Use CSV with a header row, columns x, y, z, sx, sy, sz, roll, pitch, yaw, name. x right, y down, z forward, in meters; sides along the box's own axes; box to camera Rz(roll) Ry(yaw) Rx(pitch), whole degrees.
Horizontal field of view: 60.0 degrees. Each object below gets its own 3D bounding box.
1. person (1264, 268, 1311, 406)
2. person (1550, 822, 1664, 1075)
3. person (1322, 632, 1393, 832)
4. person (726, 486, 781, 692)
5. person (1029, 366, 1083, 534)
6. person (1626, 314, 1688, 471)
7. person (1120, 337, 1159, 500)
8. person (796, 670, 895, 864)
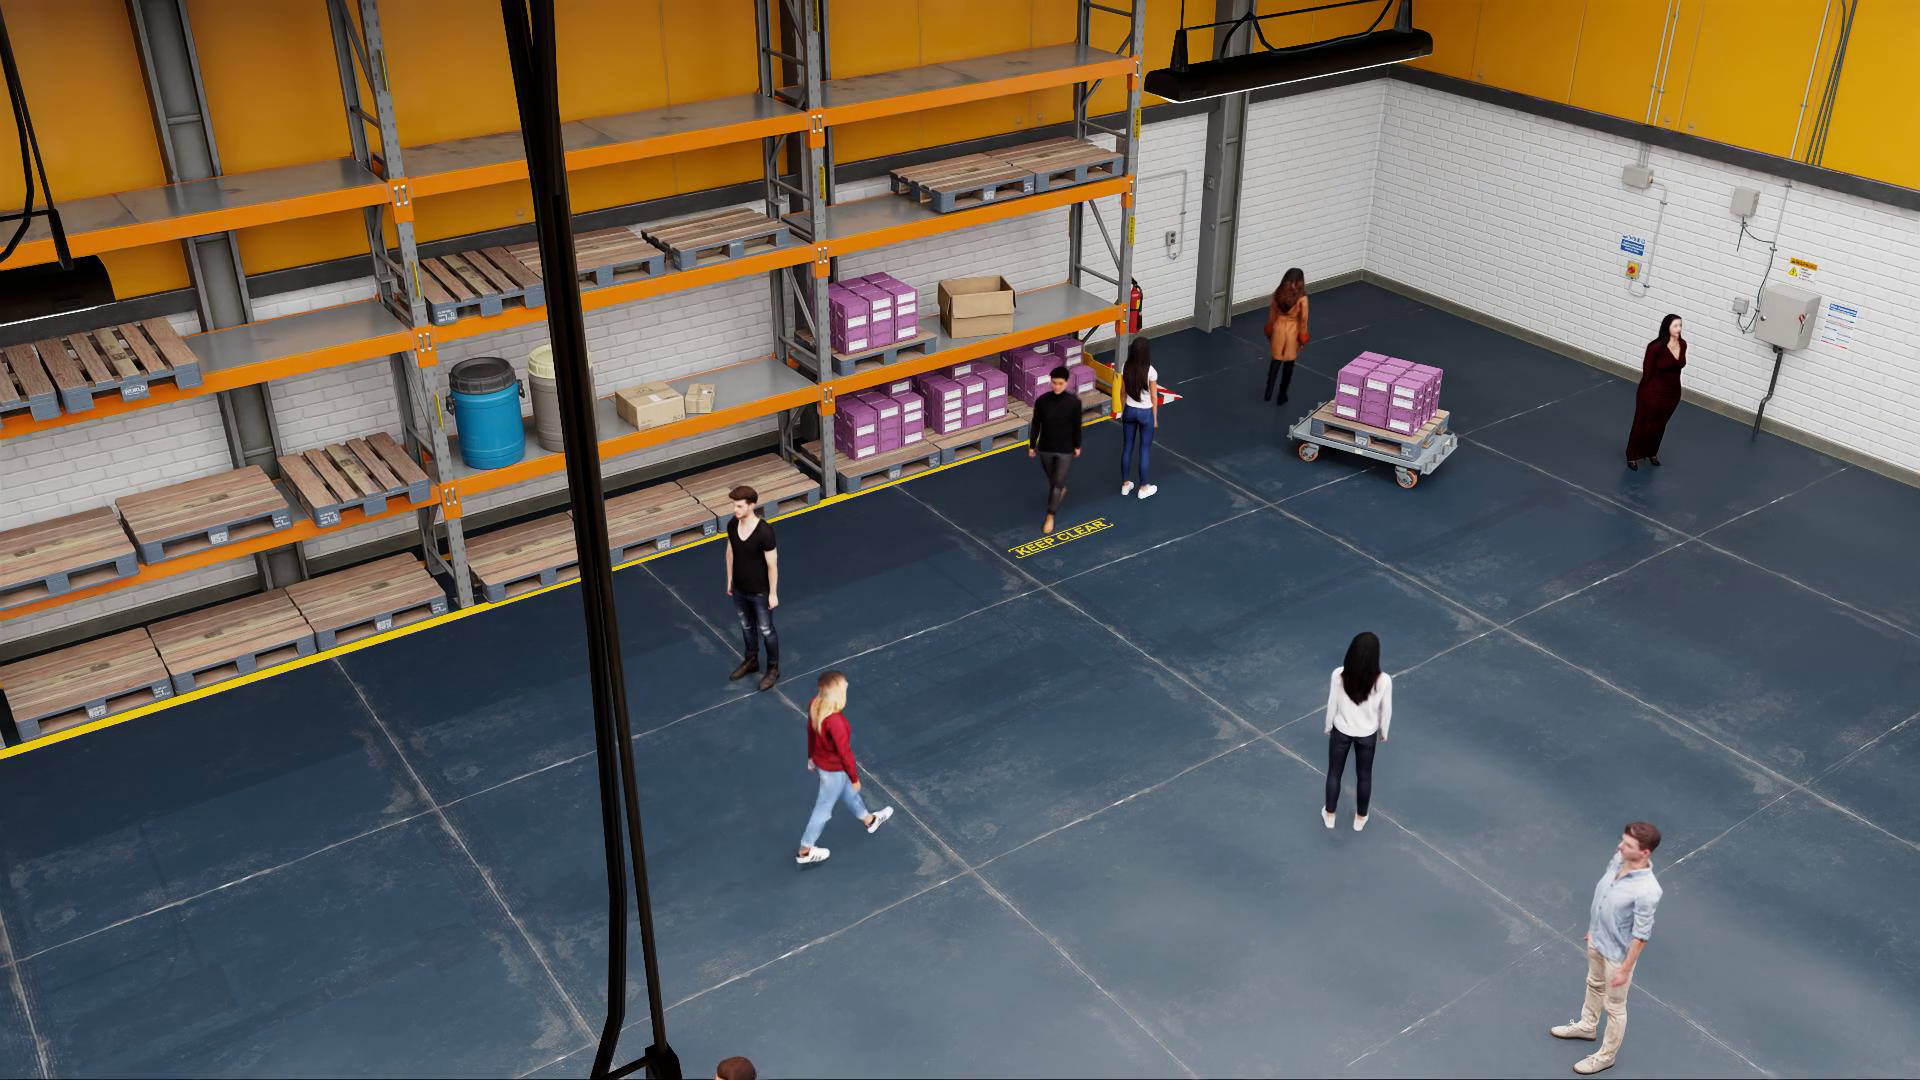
x,y,z,sx,sy,sz,roll,pitch,yaw,name
3.757,-2.323,19.329,0.886,1.709,0.970,16,32,27,person
4.076,2.506,10.332,0.723,1.848,0.732,-3,29,-6,person
2.954,1.428,12.463,0.700,1.700,0.754,6,29,10,person
-1.755,0.386,14.169,0.754,1.895,0.698,17,33,28,person
0.995,-0.996,16.912,1.074,1.695,1.214,10,30,18,person
7.533,-1.607,17.964,0.613,1.759,0.774,-11,30,-19,person
1.859,-1.281,17.351,0.654,1.774,0.628,19,34,31,person
-0.999,1.695,12.101,1.092,1.577,0.682,-15,32,-26,person
